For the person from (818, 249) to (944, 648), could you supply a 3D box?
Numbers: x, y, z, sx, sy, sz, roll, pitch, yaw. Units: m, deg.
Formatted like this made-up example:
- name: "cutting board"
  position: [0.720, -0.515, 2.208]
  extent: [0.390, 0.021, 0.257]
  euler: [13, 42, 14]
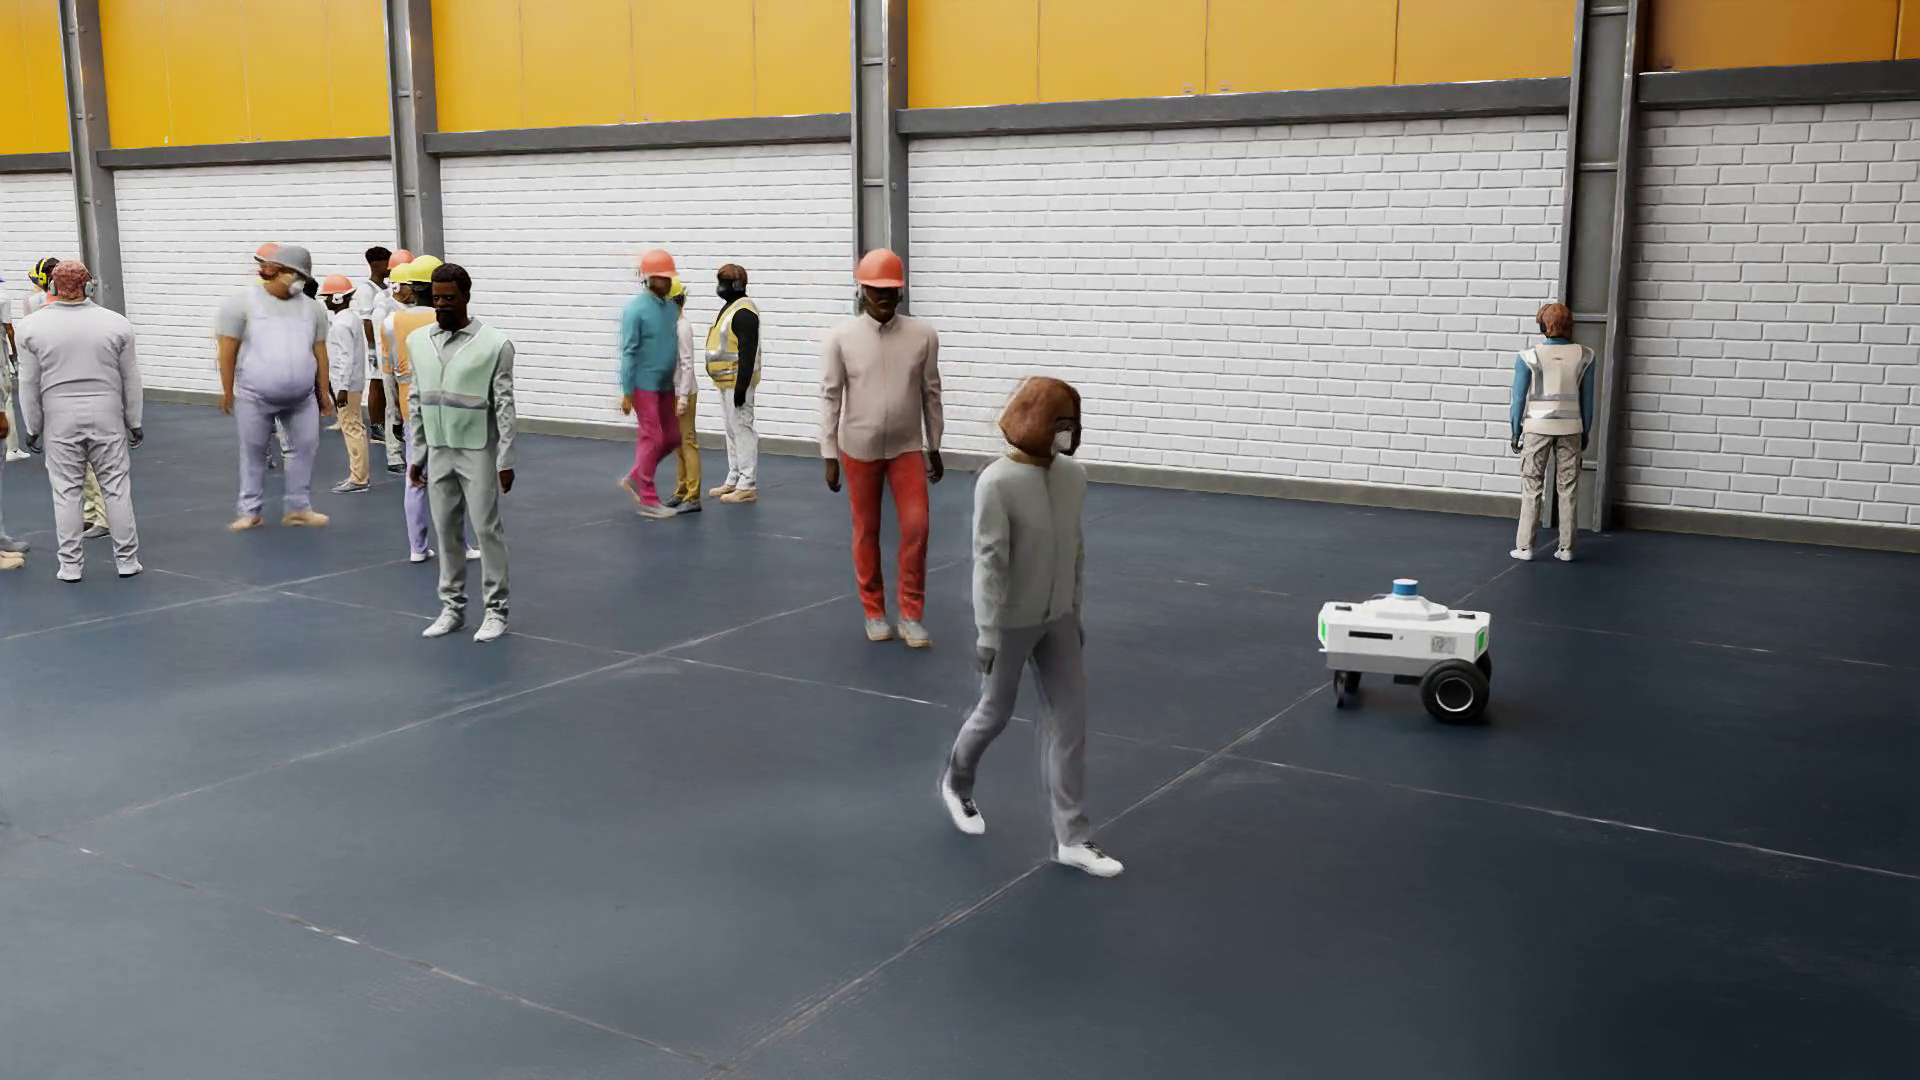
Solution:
- name: "person"
  position: [-0.369, -0.435, 8.218]
  extent: [0.660, 1.969, 0.714]
  euler: [-2, 11, -13]

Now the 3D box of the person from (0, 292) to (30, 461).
- name: "person"
  position: [-8.874, -1.646, 15.226]
  extent: [0.530, 1.871, 0.323]
  euler: [-2, 10, -10]

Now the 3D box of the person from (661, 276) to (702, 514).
- name: "person"
  position: [-2.111, -1.079, 12.370]
  extent: [0.321, 1.769, 0.523]
  euler: [-4, 11, -22]

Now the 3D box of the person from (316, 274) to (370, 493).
- name: "person"
  position: [-4.966, -1.261, 13.412]
  extent: [0.335, 1.749, 0.576]
  euler: [-2, 11, -13]

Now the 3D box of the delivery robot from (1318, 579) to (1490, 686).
- name: "delivery robot"
  position: [1.914, 0.414, 7.196]
  extent: [0.707, 0.478, 0.477]
  euler: [3, 11, 18]

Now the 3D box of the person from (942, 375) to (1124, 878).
- name: "person"
  position: [0.206, 0.254, 5.440]
  extent: [0.515, 1.601, 0.784]
  euler: [-9, 13, -40]

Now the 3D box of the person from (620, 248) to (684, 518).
- name: "person"
  position: [-2.266, -1.133, 12.132]
  extent: [0.638, 1.963, 0.642]
  euler: [5, 11, 25]

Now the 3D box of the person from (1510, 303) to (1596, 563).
- name: "person"
  position: [3.711, -0.664, 10.447]
  extent: [0.514, 1.634, 0.313]
  euler: [1, 10, 3]

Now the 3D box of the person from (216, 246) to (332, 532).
- name: "person"
  position: [-4.767, -1.078, 11.602]
  extent: [0.754, 2.000, 0.566]
  euler: [-9, 13, -40]

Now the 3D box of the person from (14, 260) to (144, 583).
- name: "person"
  position: [-5.207, -0.701, 9.886]
  extent: [0.651, 1.906, 0.409]
  euler: [-6, 12, -30]

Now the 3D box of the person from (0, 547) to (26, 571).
- name: "person"
  position: [-5.981, -0.712, 10.158]
  extent: [0.355, 1.835, 0.515]
  euler: [-7, 12, -34]

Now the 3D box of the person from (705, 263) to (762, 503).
- name: "person"
  position: [-1.756, -1.213, 12.911]
  extent: [0.429, 1.843, 0.627]
  euler: [-4, 11, -21]

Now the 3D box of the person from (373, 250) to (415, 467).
- name: "person"
  position: [-4.886, -1.592, 14.735]
  extent: [0.362, 1.935, 0.553]
  euler: [7, 12, 34]

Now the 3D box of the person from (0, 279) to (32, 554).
- name: "person"
  position: [-6.281, -0.859, 10.681]
  extent: [0.610, 1.939, 0.418]
  euler: [9, 13, 40]

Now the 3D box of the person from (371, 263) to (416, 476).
- name: "person"
  position: [-4.792, -1.471, 14.392]
  extent: [0.403, 1.825, 0.596]
  euler: [5, 11, 24]

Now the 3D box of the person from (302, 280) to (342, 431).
- name: "person"
  position: [-6.888, -2.004, 17.826]
  extent: [0.478, 1.659, 0.703]
  euler: [-5, 11, -27]

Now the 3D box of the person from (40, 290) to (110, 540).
- name: "person"
  position: [-5.989, -0.880, 11.300]
  extent: [0.341, 1.752, 0.563]
  euler: [-8, 13, -39]

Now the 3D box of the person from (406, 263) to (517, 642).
- name: "person"
  position: [-2.515, -0.441, 8.450]
  extent: [0.593, 1.910, 0.387]
  euler: [3, 11, 16]

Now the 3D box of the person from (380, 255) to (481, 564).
- name: "person"
  position: [-3.296, -0.803, 10.394]
  extent: [0.588, 1.927, 0.371]
  euler: [1, 10, 7]

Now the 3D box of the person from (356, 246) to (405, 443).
- name: "person"
  position: [-5.793, -1.951, 16.653]
  extent: [0.363, 1.964, 0.610]
  euler: [0, 10, 0]
